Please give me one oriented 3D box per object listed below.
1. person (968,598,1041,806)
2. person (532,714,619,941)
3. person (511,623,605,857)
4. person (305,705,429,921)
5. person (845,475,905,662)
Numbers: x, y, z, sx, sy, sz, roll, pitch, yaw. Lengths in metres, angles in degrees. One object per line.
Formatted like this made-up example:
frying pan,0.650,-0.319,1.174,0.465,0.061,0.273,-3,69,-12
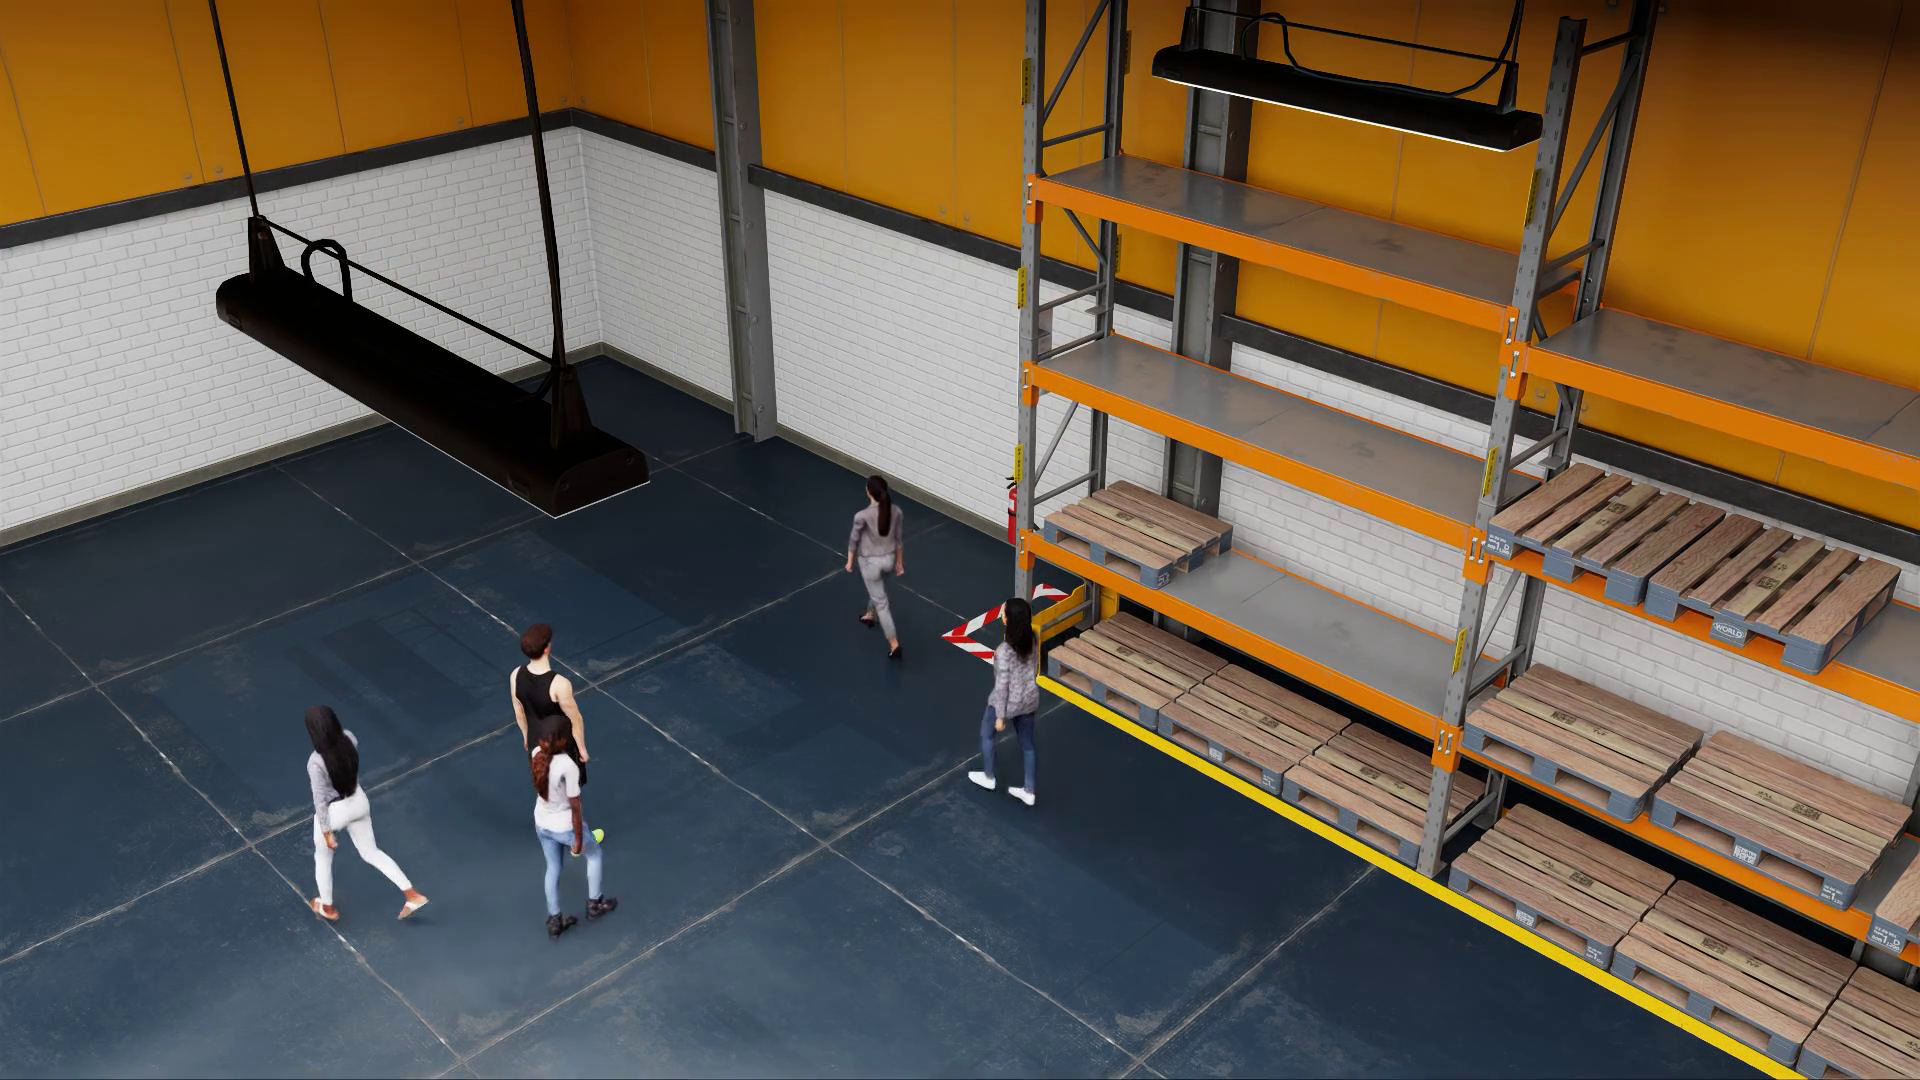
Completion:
person,0.464,1.238,12.336,0.678,1.713,0.818,-23,36,-35
person,-2.715,1.946,11.047,0.750,1.705,0.750,16,32,26
person,-2.892,1.426,11.802,0.692,1.895,0.824,9,30,16
person,-4.059,1.878,11.192,1.155,1.686,0.816,12,31,21
person,-0.668,0.280,14.178,0.781,1.632,1.152,-16,32,-27
